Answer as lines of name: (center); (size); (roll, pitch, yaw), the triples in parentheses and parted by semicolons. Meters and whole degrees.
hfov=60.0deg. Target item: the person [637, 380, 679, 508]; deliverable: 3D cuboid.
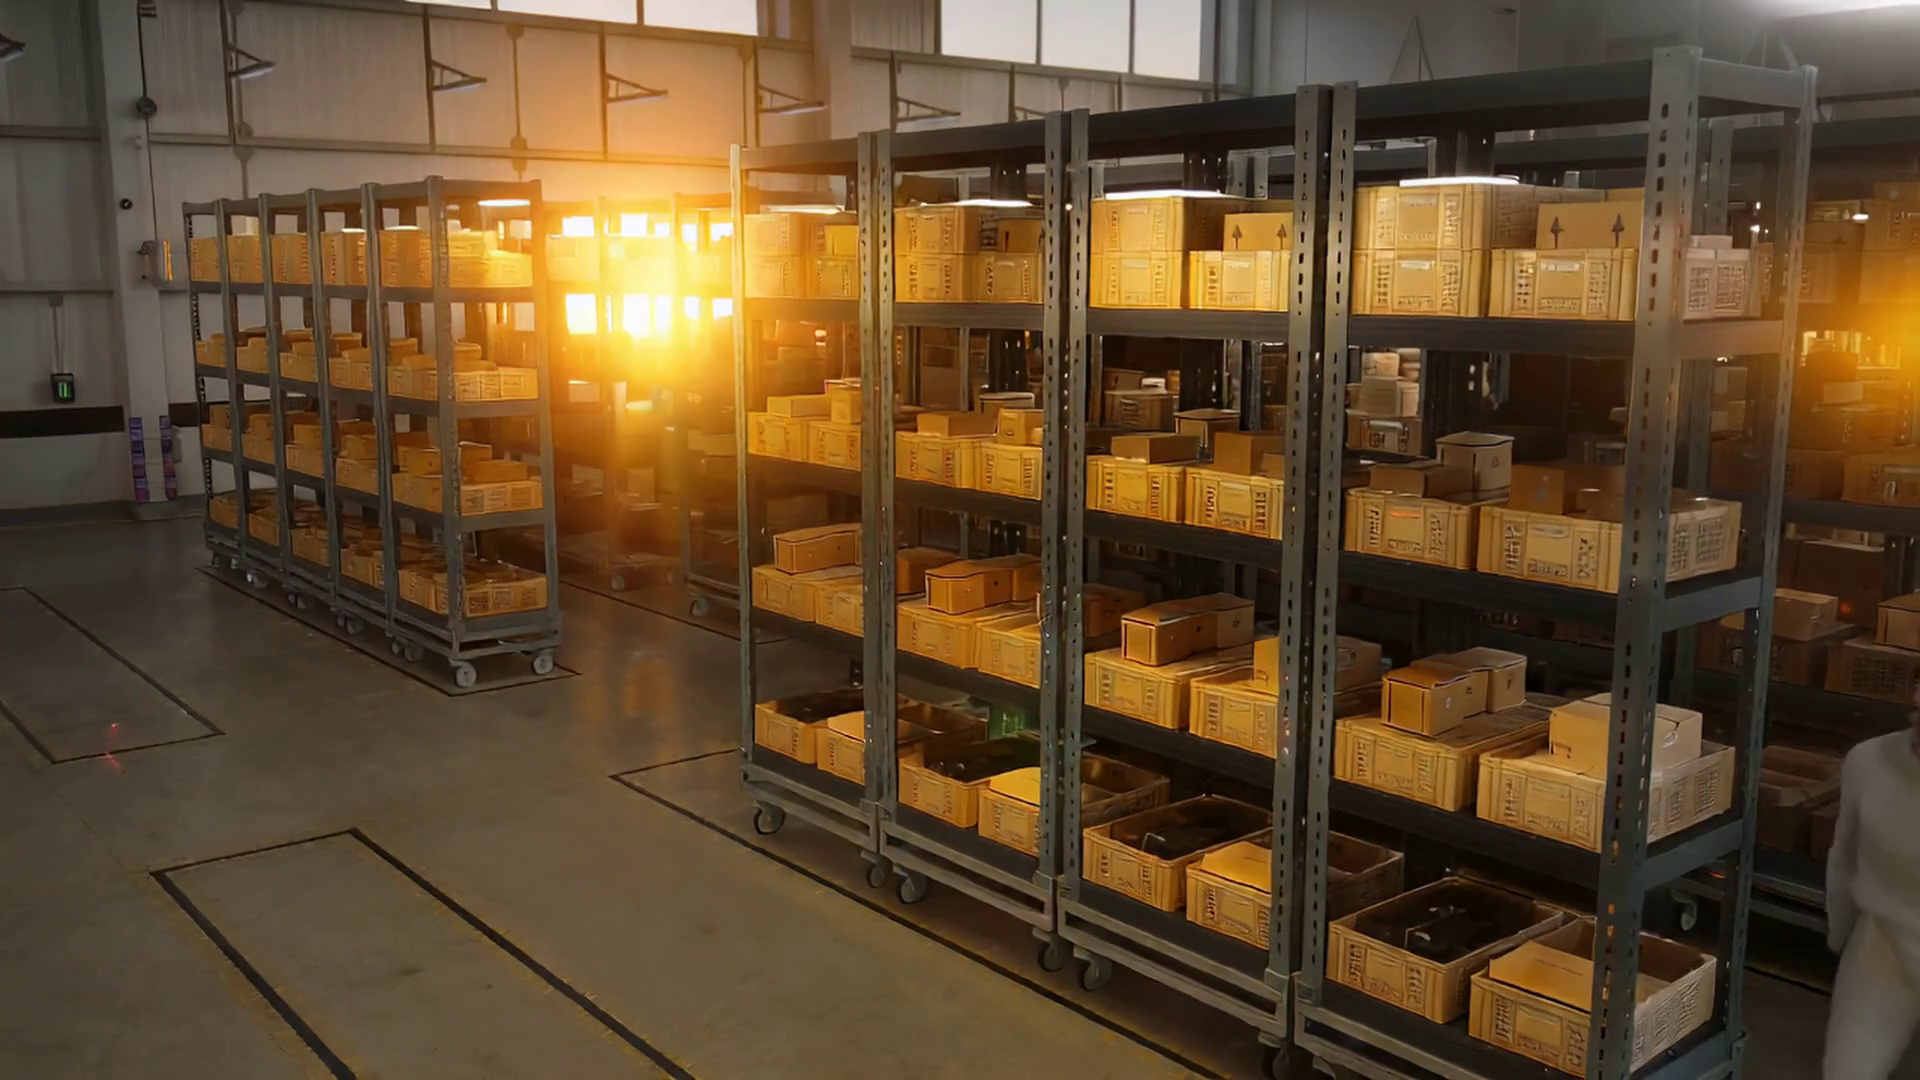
person: (-3.671, -1.230, 20.256); (0.608, 1.781, 0.928); (8, 12, 41)

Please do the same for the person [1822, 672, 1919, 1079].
person: (2.804, 1.277, 4.874); (0.792, 1.880, 0.671); (-8, 12, -40)
